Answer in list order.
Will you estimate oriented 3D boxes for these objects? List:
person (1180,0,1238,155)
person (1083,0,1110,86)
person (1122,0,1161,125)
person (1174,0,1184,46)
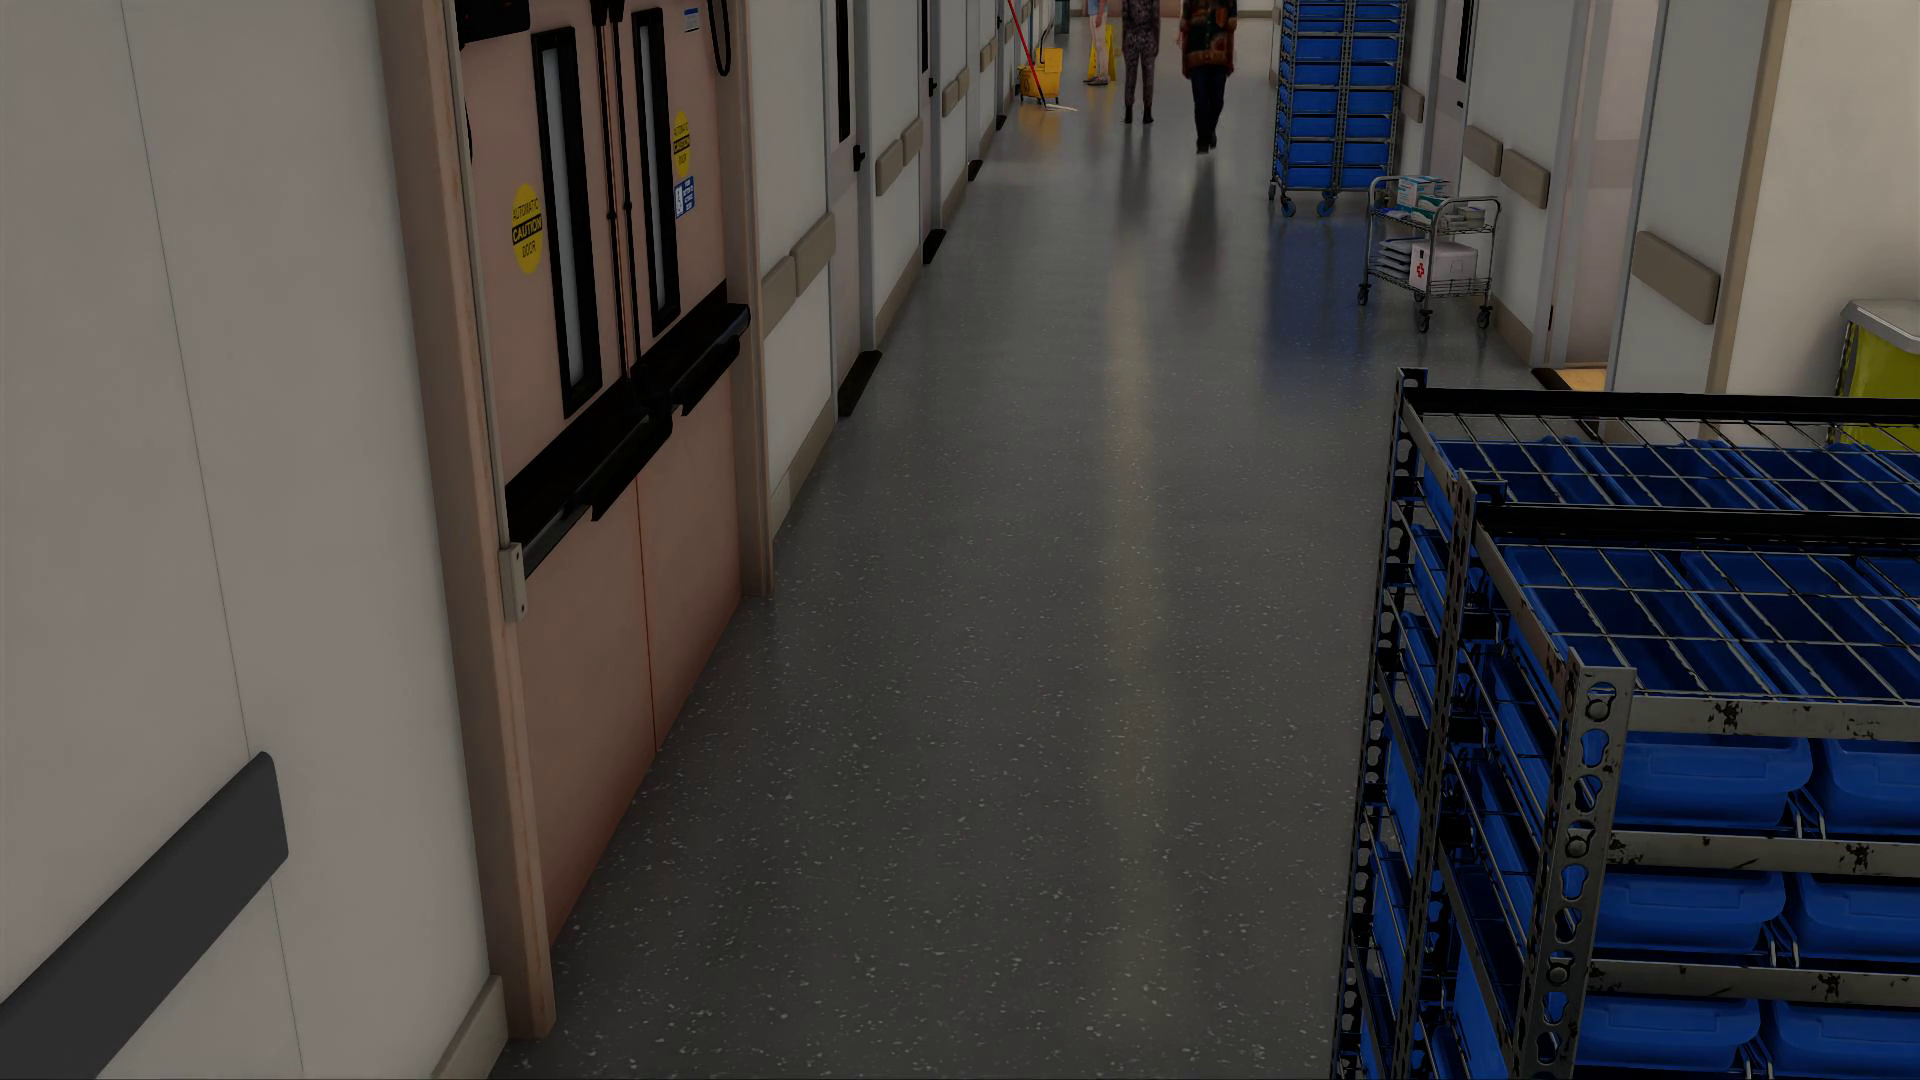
[{"bbox_3d":[2.384,-4.630,15.968,0.711,1.798,0.779,3,21,9],"label":"person"},{"bbox_3d":[1.888,-7.158,22.632,0.749,1.846,0.534,-2,21,-5],"label":"person"},{"bbox_3d":[1.999,-5.524,18.506,0.603,1.714,0.588,5,21,12],"label":"person"},{"bbox_3d":[3.971,-9.122,29.018,0.644,0.996,0.789,-9,23,-23],"label":"person"}]
